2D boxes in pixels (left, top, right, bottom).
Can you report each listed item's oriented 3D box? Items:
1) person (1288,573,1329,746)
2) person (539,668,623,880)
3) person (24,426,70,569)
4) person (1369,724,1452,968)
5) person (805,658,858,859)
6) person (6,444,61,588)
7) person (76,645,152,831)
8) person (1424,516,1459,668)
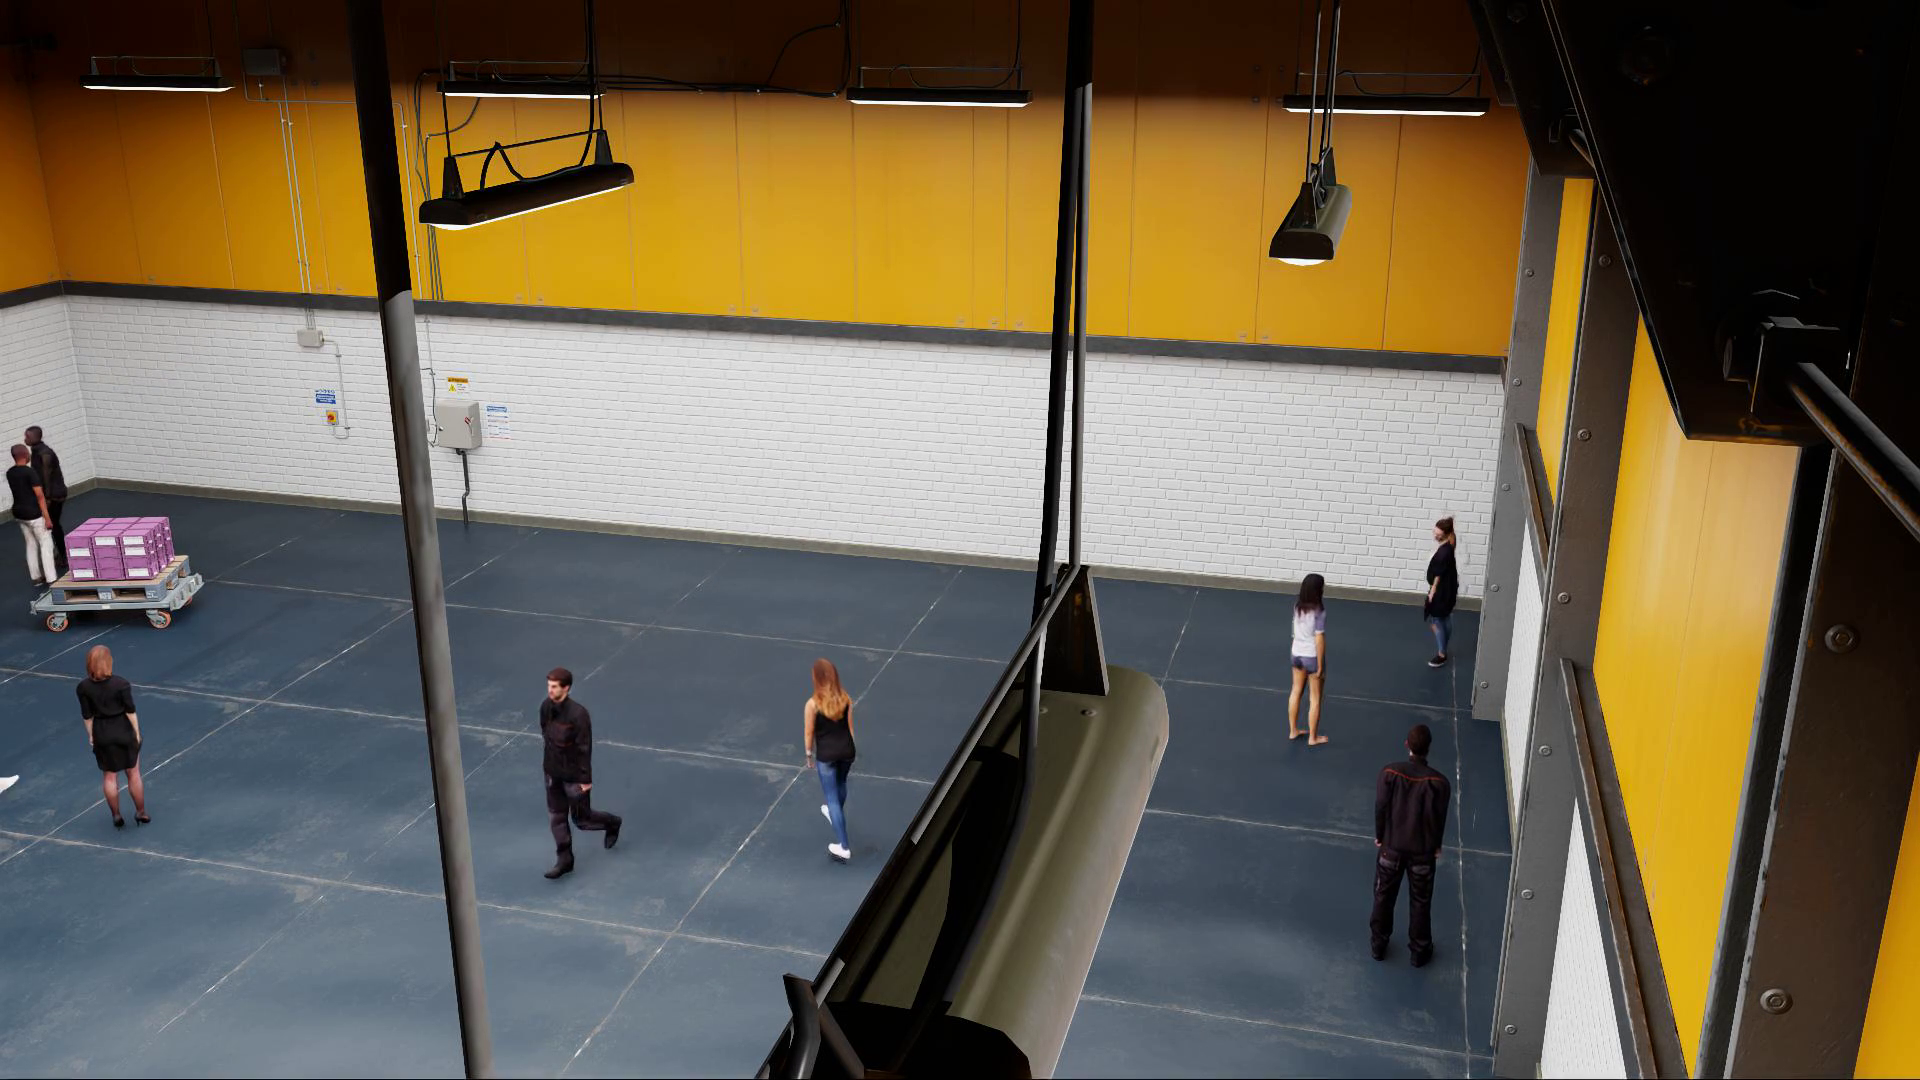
[{"bbox_3d":[3.343,1.143,16.119,0.742,1.733,0.693,-12,22,-32],"label":"person"},{"bbox_3d":[-3.177,1.891,13.766,0.910,1.818,1.107,12,22,31],"label":"person"},{"bbox_3d":[-11.461,-0.556,21.006,0.841,1.834,0.839,-15,24,-37],"label":"person"},{"bbox_3d":[3.366,2.277,12.470,0.717,1.914,0.623,8,20,23],"label":"person"},{"bbox_3d":[-1.030,1.871,14.060,1.023,1.668,1.061,-11,21,-29],"label":"person"},{"bbox_3d":[-11.333,-0.283,20.246,0.701,1.801,0.671,7,20,20],"label":"person"},{"bbox_3d":[-7.354,1.715,14.462,0.656,1.706,0.644,-4,19,-11],"label":"person"},{"bbox_3d":[5.275,0.517,18.055,0.825,1.684,0.562,14,23,35],"label":"person"}]
